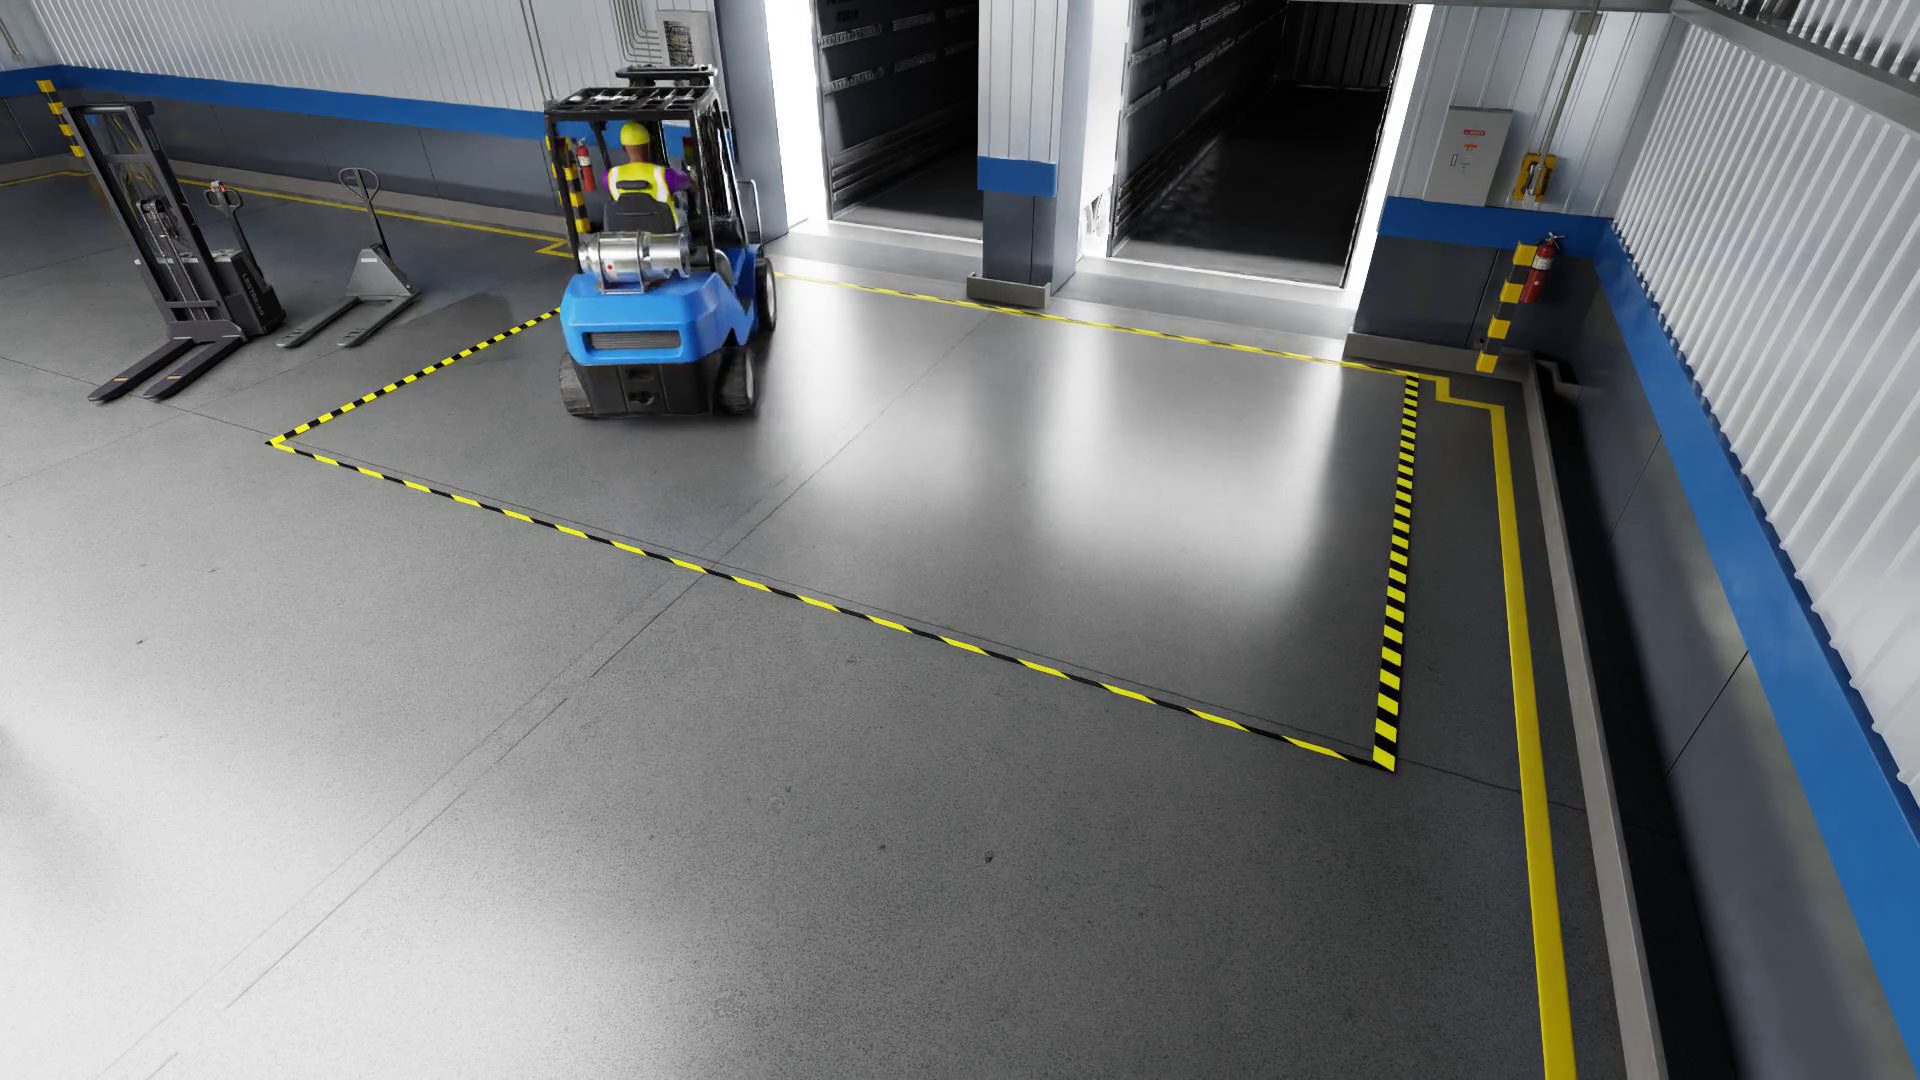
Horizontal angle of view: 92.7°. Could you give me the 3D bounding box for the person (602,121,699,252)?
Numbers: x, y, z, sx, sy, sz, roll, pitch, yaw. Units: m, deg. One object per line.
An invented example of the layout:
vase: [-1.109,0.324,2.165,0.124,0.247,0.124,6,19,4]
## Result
person: [-2.324,-2.629,7.143,0.635,1.294,1.004,-2,35,-2]

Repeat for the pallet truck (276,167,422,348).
pallet truck: [-5.732,-2.611,8.414,0.680,1.201,1.601,-1,35,-1]

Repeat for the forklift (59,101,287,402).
forklift: [-6.686,-2.387,7.434,0.823,1.965,1.885,-3,35,-5]

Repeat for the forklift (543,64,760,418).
forklift: [-2.329,-2.441,7.201,1.157,2.036,2.680,-2,35,-2]
